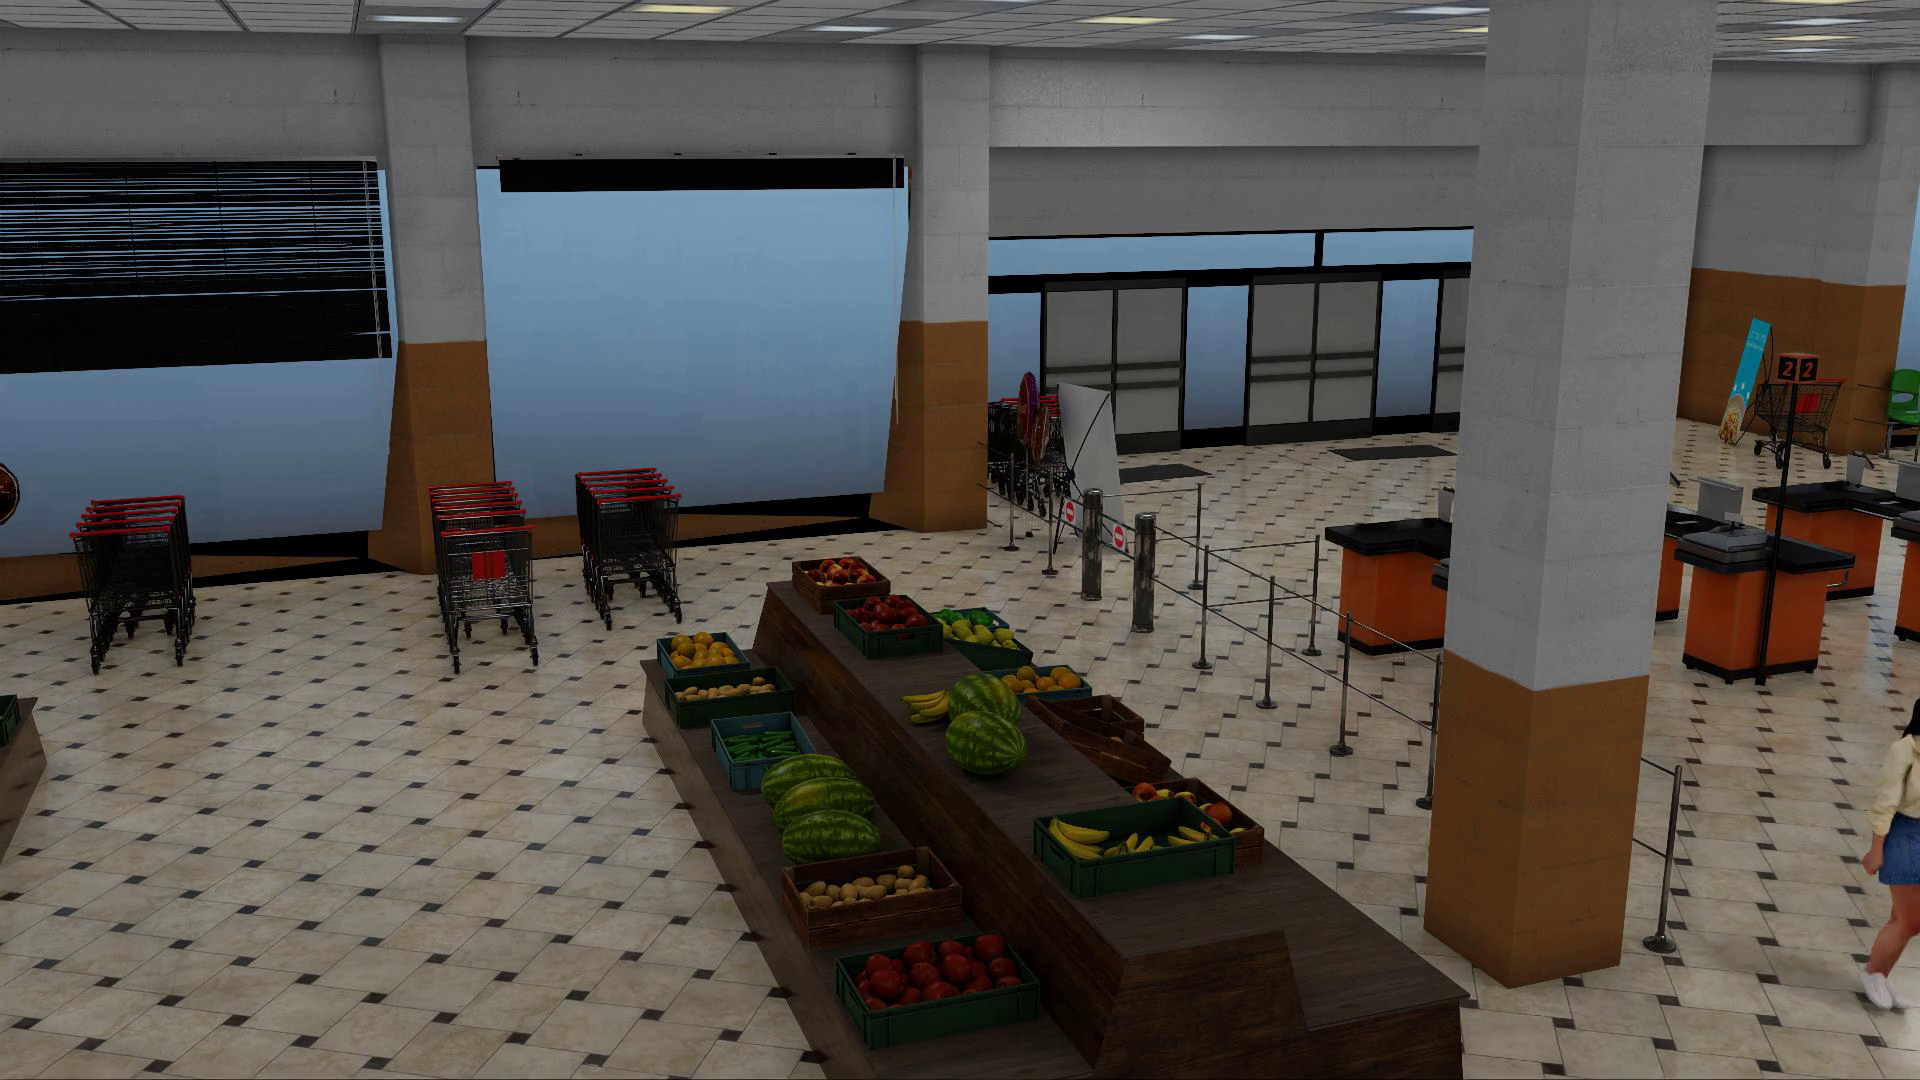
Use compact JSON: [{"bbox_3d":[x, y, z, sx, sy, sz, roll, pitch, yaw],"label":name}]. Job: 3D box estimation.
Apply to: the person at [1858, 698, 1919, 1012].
[{"bbox_3d":[4.538,1.449,7.992,0.657,1.616,0.602,-3,14,-11],"label":"person"}]
